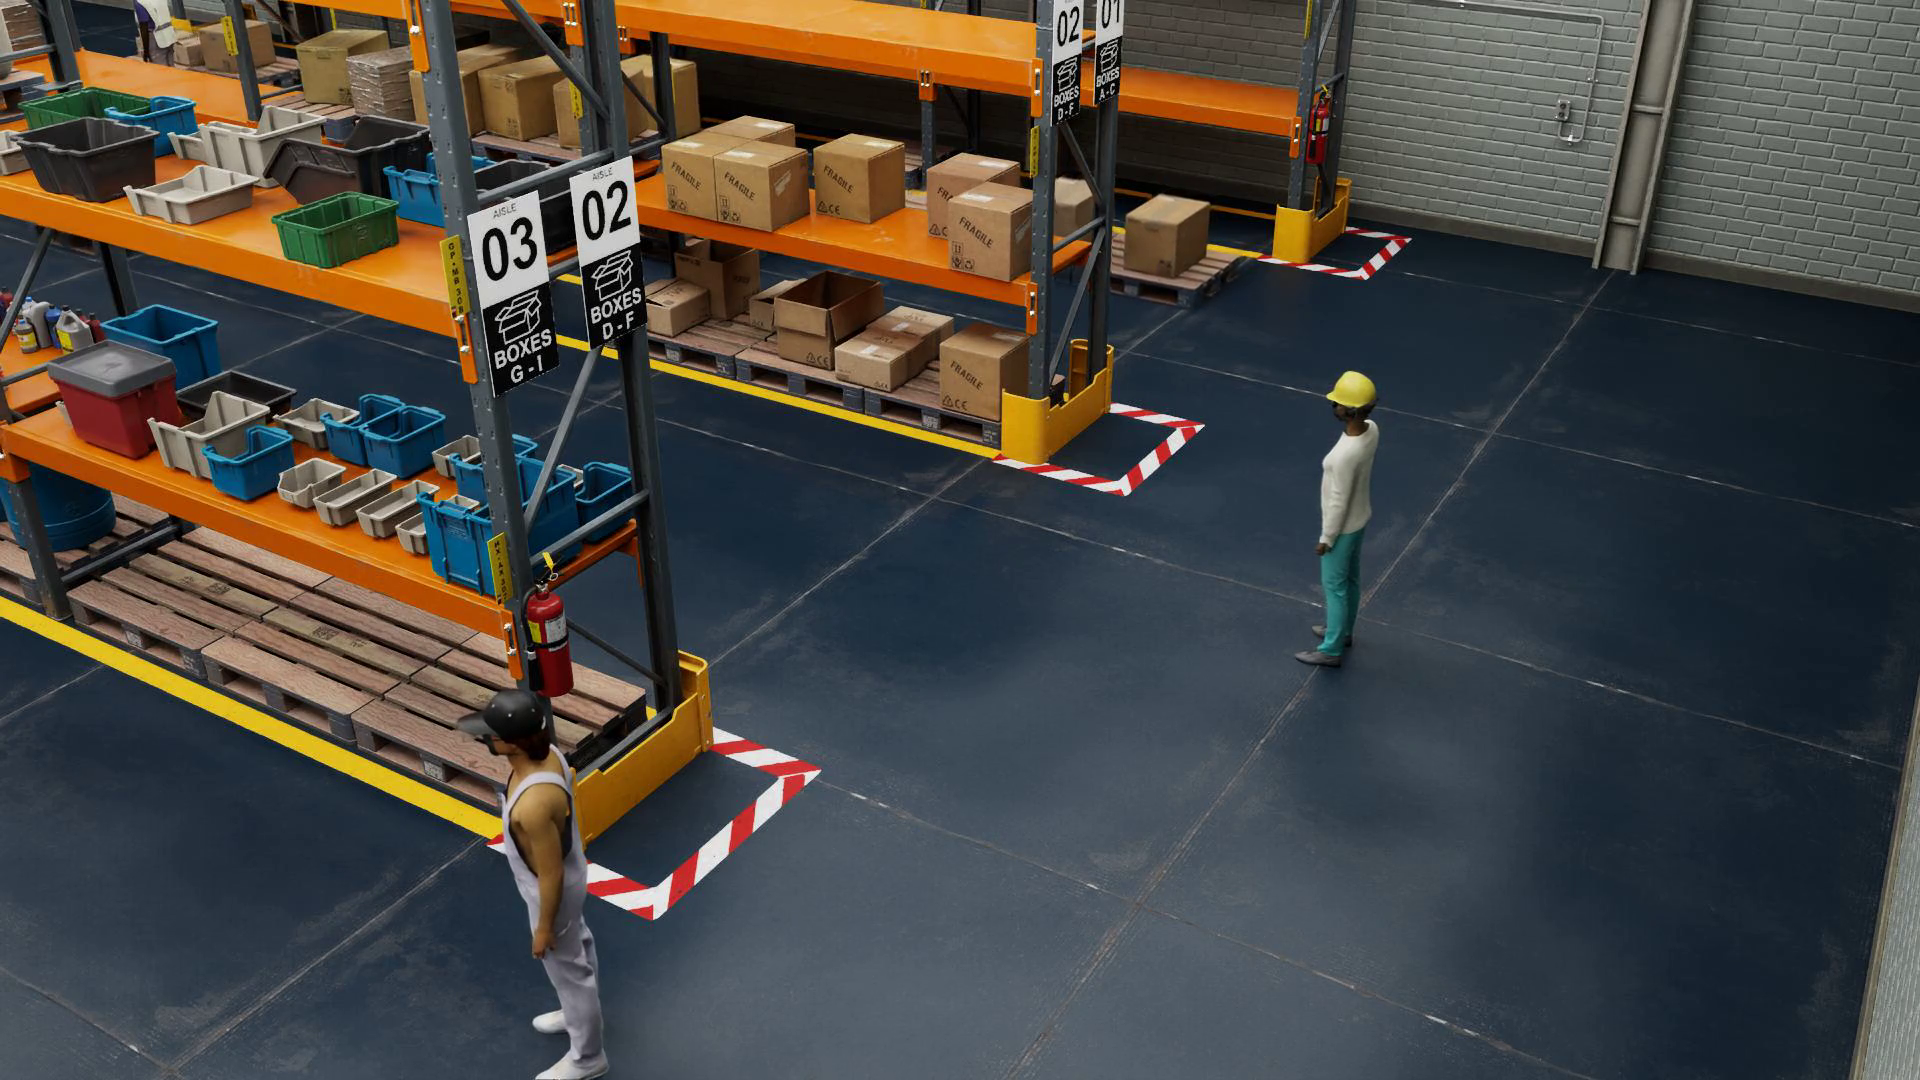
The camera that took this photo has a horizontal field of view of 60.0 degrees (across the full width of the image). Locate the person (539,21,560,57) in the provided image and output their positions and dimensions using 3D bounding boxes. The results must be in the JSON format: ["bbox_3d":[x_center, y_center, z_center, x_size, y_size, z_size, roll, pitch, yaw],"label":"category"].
[{"bbox_3d":[-4.164,-4.504,17.246,0.319,1.695,0.538,-9,30,-16],"label":"person"}]

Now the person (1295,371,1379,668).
[{"bbox_3d":[2.119,-0.112,9.296,0.318,1.767,0.533,16,33,26],"label":"person"}]

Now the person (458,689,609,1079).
[{"bbox_3d":[-1.654,1.373,6.533,0.384,1.863,0.518,-5,29,-9],"label":"person"}]

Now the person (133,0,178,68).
[{"bbox_3d":[-9.290,-5.726,19.303,0.393,1.835,0.558,2,29,4],"label":"person"}]
